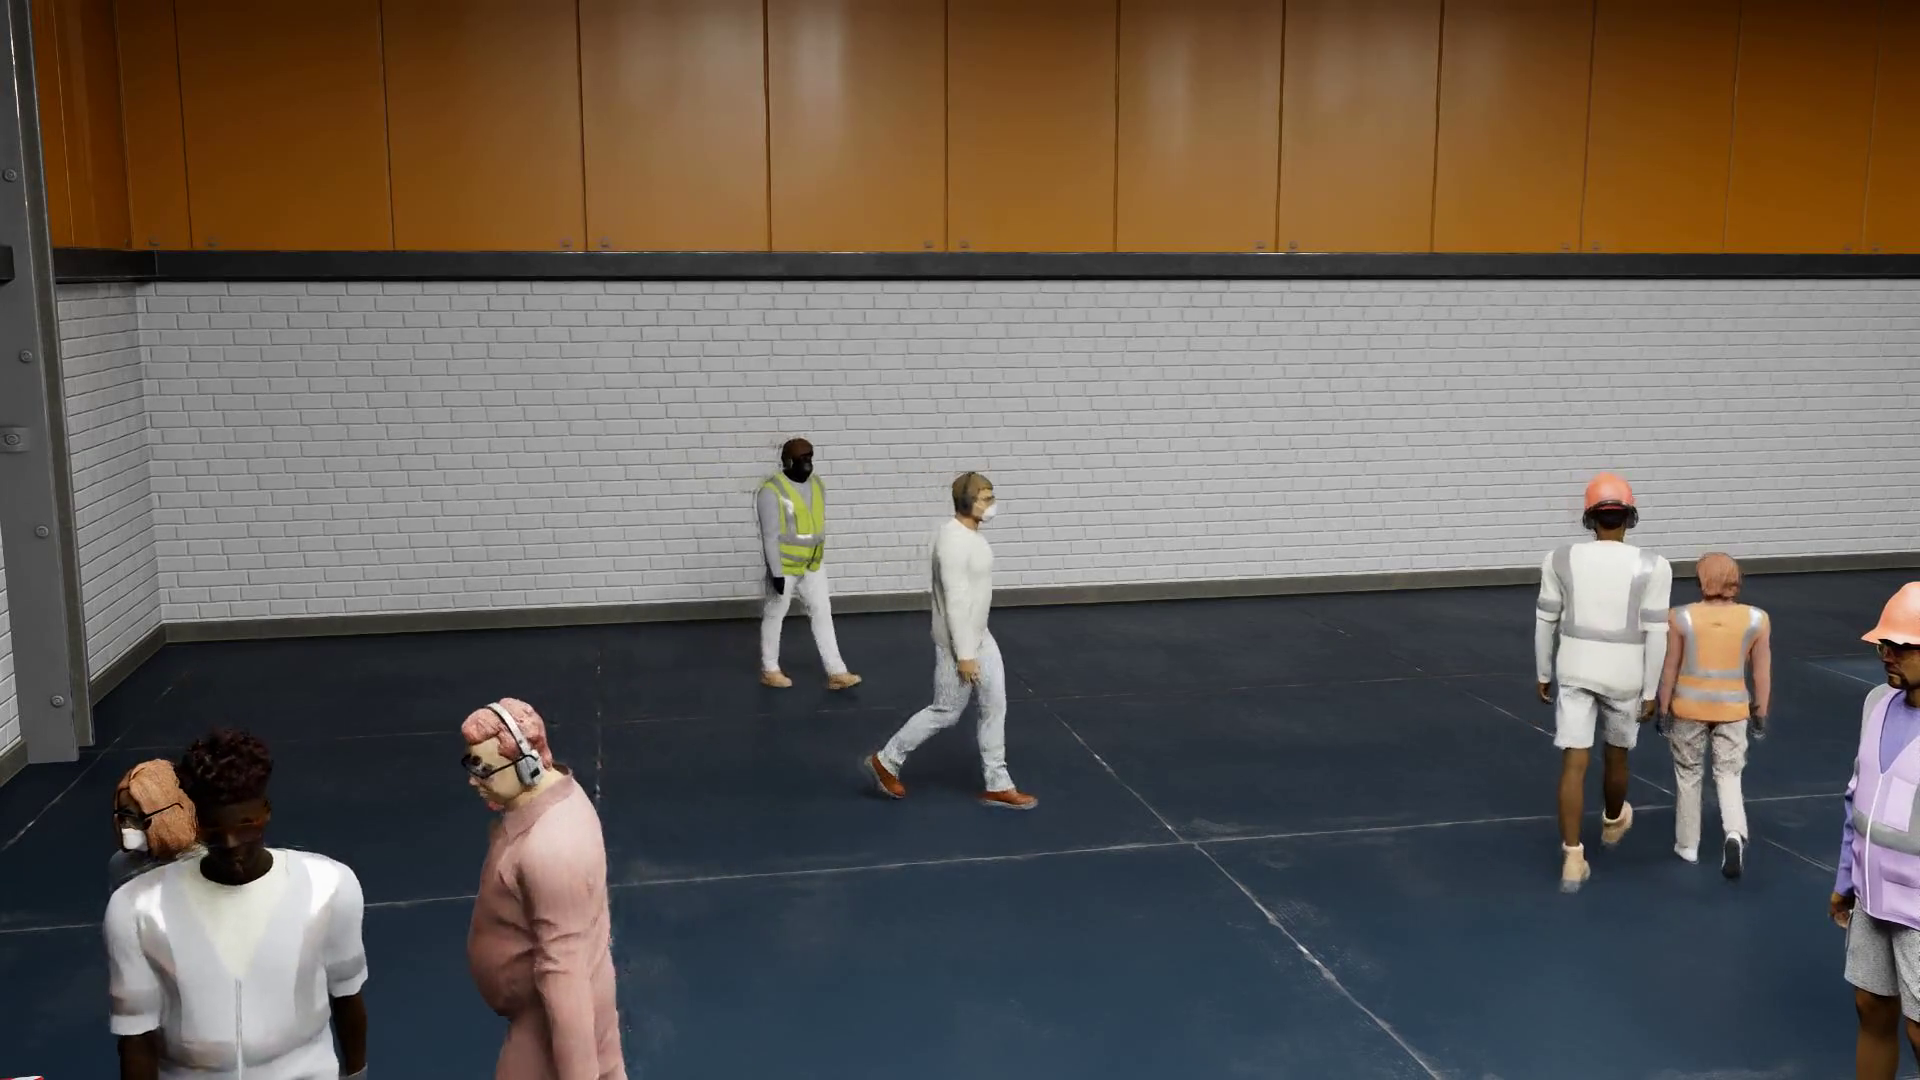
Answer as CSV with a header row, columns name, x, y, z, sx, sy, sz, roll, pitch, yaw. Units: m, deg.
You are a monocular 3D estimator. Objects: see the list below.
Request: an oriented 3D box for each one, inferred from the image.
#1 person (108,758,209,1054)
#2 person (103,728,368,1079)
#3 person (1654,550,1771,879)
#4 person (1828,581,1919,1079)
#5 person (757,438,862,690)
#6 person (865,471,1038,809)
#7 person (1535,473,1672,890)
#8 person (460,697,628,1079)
name,x,y,z,sx,sy,sz,roll,pitch,yaw
person,-2.233,1.419,4.791,0.503,1.627,0.270,4,10,21
person,-1.791,1.376,4.200,0.582,1.916,1.010,-4,10,-21
person,3.712,0.868,8.182,0.541,1.617,0.609,2,10,12
person,2.968,1.137,5.234,0.385,2.045,0.605,-1,9,-8
person,-1.102,0.190,11.745,0.900,1.799,0.651,8,12,40
person,-0.053,0.558,9.210,0.908,1.909,0.632,3,10,16
person,3.191,0.662,8.279,0.627,1.989,1.018,5,11,28
person,-1.117,1.329,4.690,0.974,1.851,0.665,-2,10,-12
